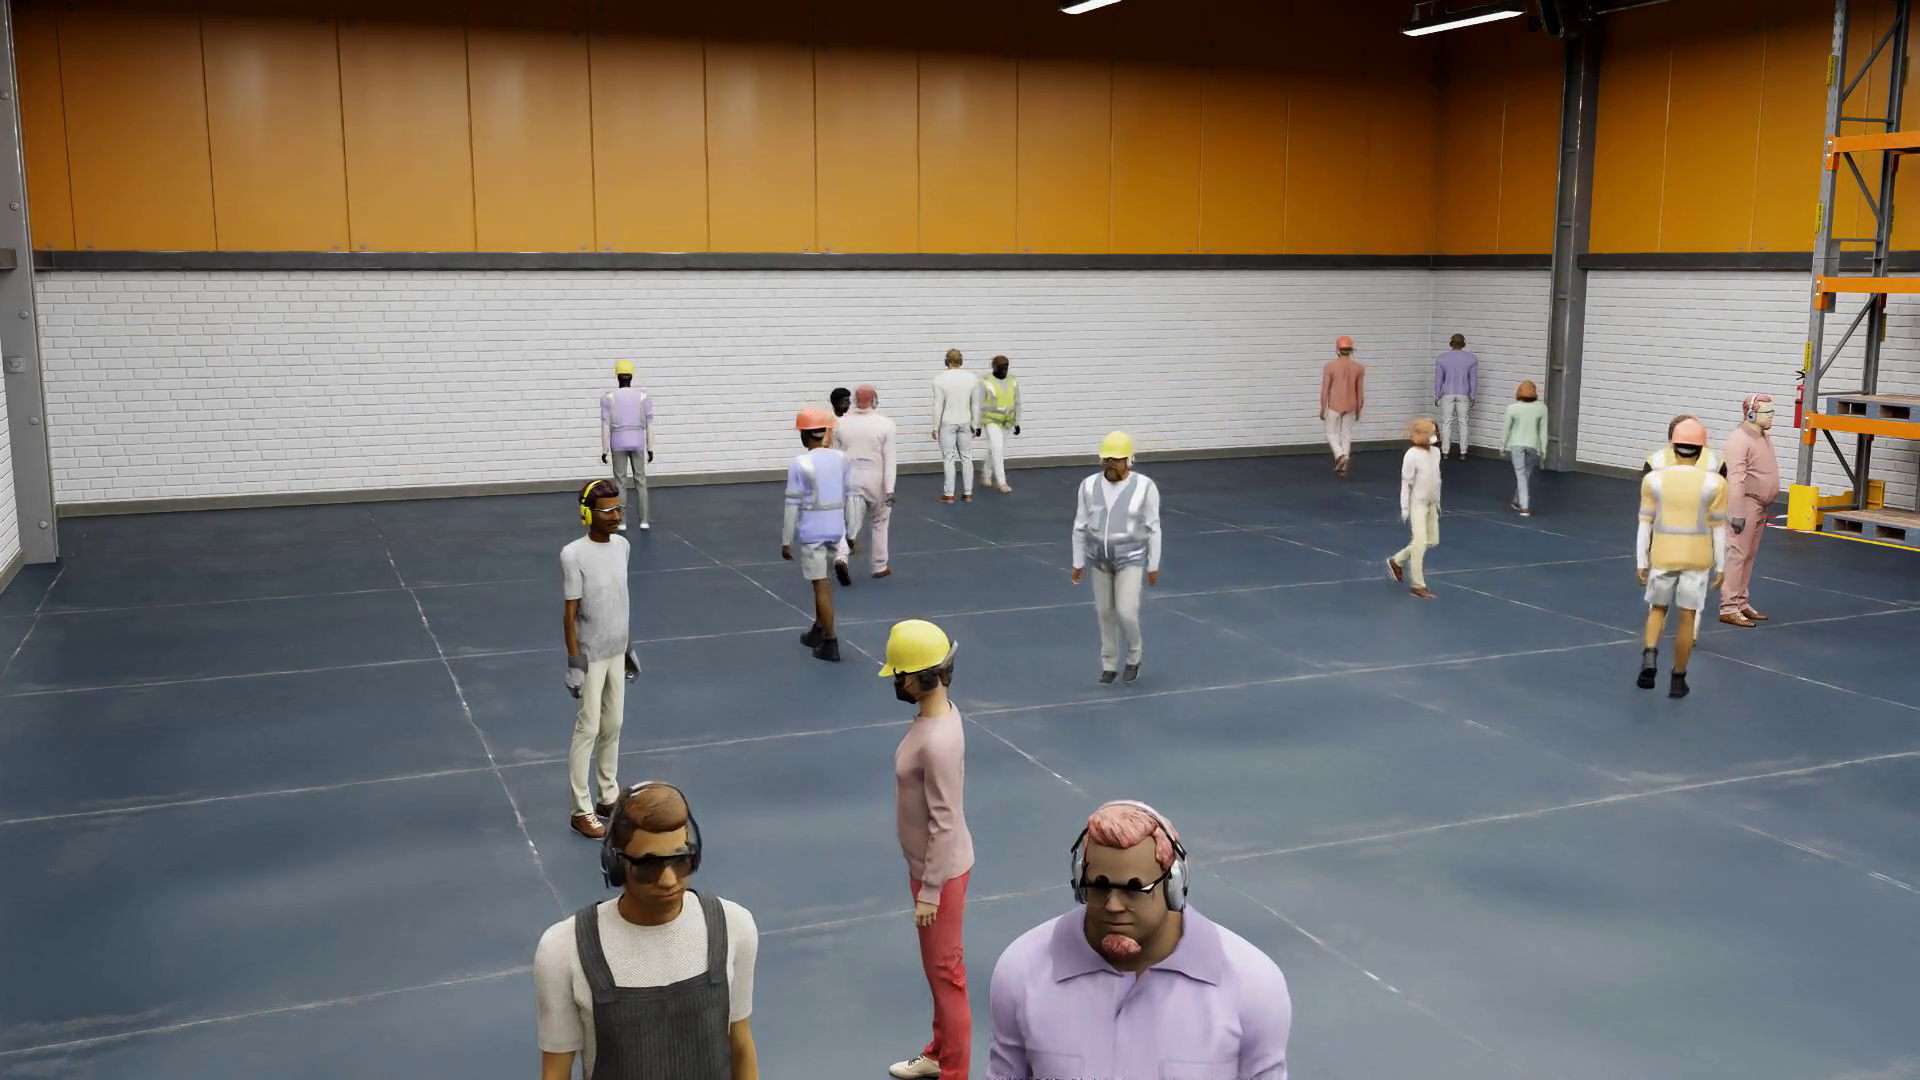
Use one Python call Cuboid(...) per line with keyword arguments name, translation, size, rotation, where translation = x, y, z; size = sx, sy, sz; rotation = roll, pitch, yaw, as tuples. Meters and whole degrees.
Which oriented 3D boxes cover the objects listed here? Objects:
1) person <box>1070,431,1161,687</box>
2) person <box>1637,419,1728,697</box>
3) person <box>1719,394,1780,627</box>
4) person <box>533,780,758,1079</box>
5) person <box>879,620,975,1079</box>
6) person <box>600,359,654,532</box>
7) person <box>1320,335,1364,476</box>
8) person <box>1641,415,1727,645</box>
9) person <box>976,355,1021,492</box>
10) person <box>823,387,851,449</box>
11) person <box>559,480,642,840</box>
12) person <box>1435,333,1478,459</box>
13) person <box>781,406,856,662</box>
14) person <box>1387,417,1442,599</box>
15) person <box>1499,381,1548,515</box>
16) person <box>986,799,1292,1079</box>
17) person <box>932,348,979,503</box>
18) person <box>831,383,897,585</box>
Cuboid(name="person", translation=(1.086, 0.145, 11.652), size=(0.607, 1.819, 0.419), rotation=(5, 11, 27))
Cuboid(name="person", translation=(4.929, 0.137, 11.380), size=(0.561, 1.924, 0.487), rotation=(6, 11, 33))
Cuboid(name="person", translation=(6.540, -0.249, 13.758), size=(0.409, 1.909, 0.640), rotation=(8, 12, 41))
Cuboid(name="person", translation=(-0.684, 1.432, 3.756), size=(0.513, 1.844, 0.336), rotation=(-4, 10, -25))
Cuboid(name="person", translation=(-0.115, 1.139, 5.795), size=(0.326, 1.760, 0.524), rotation=(-1, 9, -3))
Cuboid(name="person", translation=(-3.721, -1.056, 18.594), size=(0.593, 1.922, 0.386), rotation=(-4, 10, -23))
Cuboid(name="person", translation=(5.378, -1.874, 23.359), size=(0.640, 1.981, 0.519), rotation=(-2, 10, -10))
Cuboid(name="person", translation=(5.709, -0.093, 13.157), size=(0.624, 1.801, 0.958), rotation=(3, 10, 19))
Cuboid(name="person", translation=(0.461, -1.565, 22.070), size=(0.614, 1.806, 0.883), rotation=(-6, 11, -31))
Cuboid(name="person", translation=(-1.262, -0.789, 17.702), size=(0.504, 1.672, 0.537), rotation=(4, 10, 23))
Cuboid(name="person", translation=(-1.865, 0.607, 8.687), size=(0.309, 1.868, 0.534), rotation=(5, 10, 26))
Cuboid(name="person", translation=(7.578, -2.196, 25.460), size=(0.629, 1.940, 0.379), rotation=(2, 10, 13))
Cuboid(name="person", translation=(-1.131, -0.061, 12.600), size=(0.578, 1.907, 0.800), rotation=(-9, 13, -42))
Cuboid(name="person", translation=(4.087, -0.302, 14.931), size=(0.504, 1.623, 0.506), rotation=(-8, 13, -41))
Cuboid(name="person", translation=(6.745, -1.111, 19.934), size=(0.515, 1.582, 0.847), rotation=(0, 9, 0))
Cuboid(name="person", translation=(0.352, 1.458, 3.454), size=(0.647, 1.901, 0.401), rotation=(2, 10, 15))
Cuboid(name="person", translation=(-0.062, -1.427, 20.799), size=(0.635, 1.936, 0.354), rotation=(-4, 10, -25))
Cuboid(name="person", translation=(-0.904, -0.525, 15.524), size=(0.654, 1.881, 0.861), rotation=(3, 10, 18))
